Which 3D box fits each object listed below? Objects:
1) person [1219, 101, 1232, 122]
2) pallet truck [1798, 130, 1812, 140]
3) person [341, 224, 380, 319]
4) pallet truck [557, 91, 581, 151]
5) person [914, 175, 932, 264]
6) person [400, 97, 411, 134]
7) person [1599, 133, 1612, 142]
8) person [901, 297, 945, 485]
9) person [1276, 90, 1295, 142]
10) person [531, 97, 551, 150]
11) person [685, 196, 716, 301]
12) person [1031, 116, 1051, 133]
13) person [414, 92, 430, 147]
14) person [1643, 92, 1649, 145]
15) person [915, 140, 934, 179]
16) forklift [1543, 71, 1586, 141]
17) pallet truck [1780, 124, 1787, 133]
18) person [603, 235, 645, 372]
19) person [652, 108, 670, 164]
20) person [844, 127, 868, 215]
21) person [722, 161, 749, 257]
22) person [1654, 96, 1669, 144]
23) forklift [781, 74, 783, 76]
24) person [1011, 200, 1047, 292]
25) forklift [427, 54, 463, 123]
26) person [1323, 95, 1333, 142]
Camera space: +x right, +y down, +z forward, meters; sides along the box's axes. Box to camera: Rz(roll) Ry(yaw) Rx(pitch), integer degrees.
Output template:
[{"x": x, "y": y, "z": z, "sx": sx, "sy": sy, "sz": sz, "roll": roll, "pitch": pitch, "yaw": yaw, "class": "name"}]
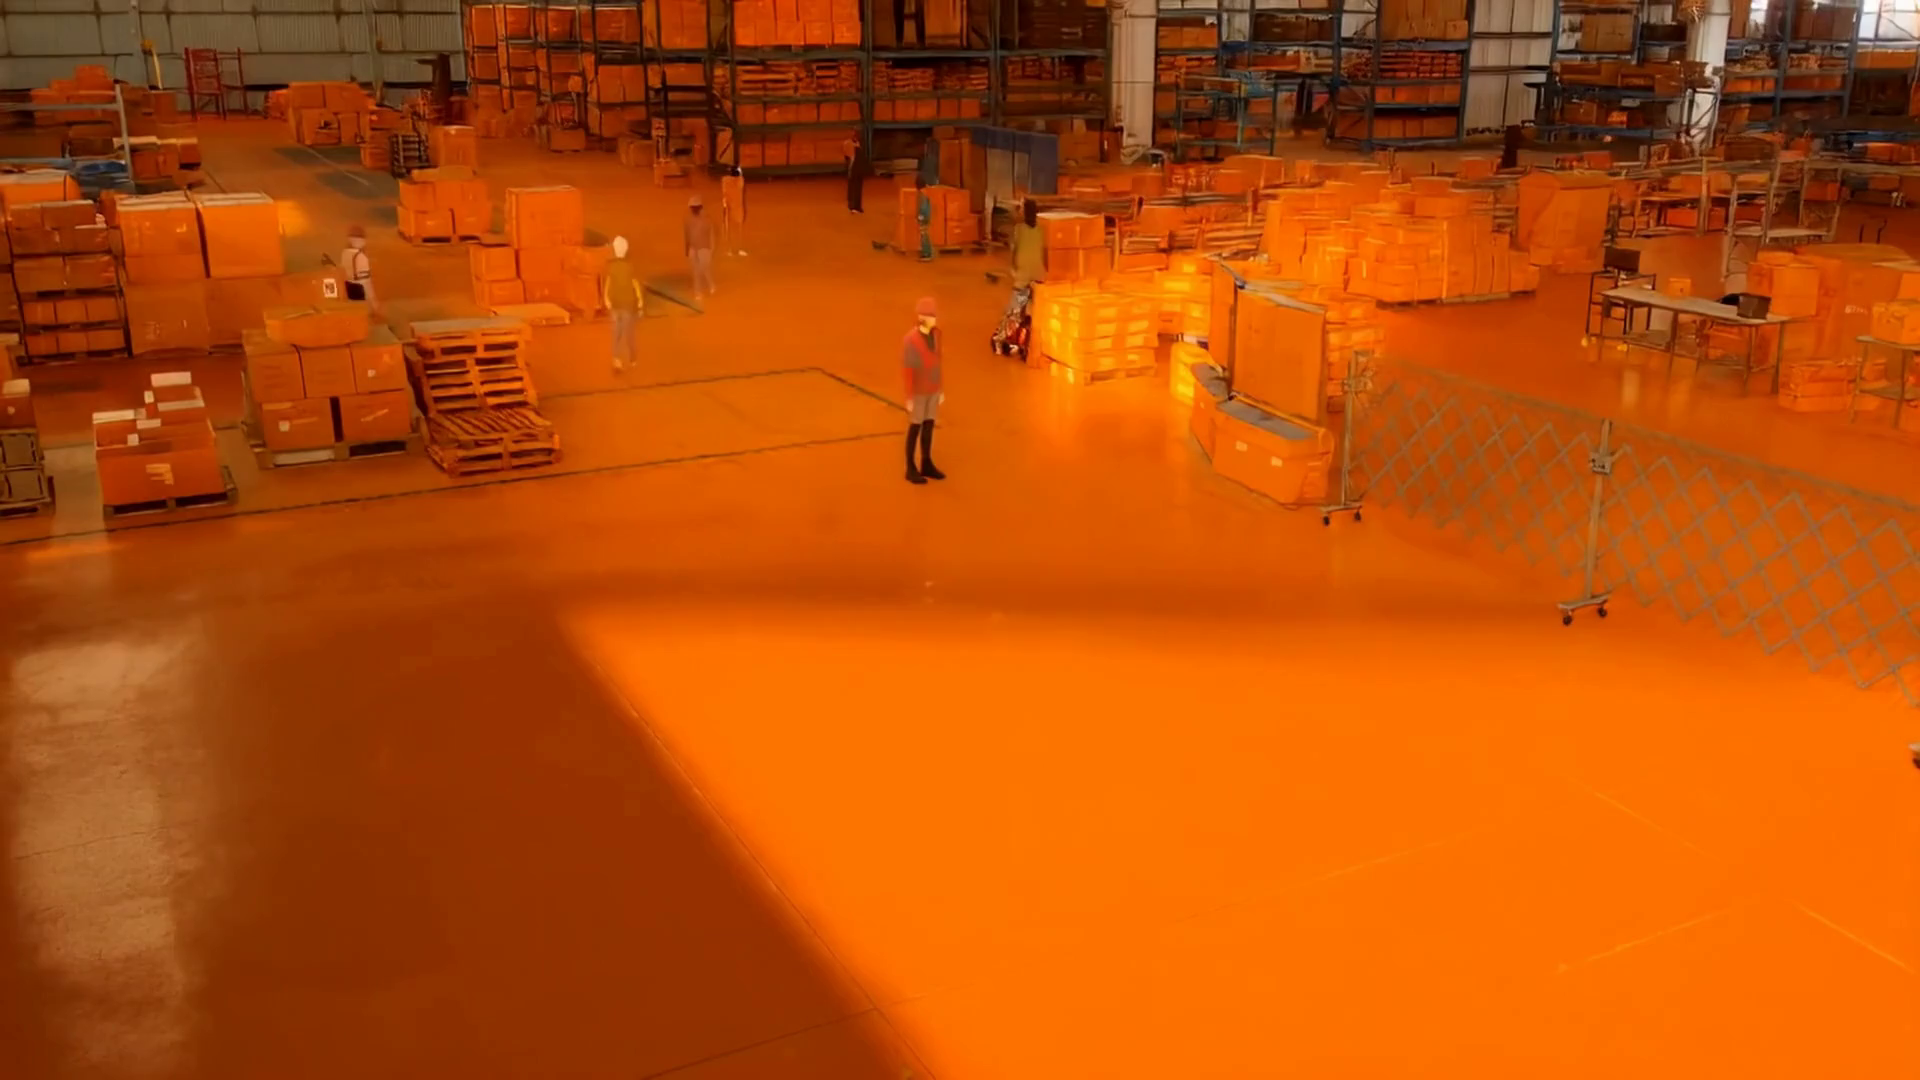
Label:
[{"x": 9.562, "y": -15.283, "z": 60.532, "sx": 0.524, "sy": 1.589, "sz": 0.816, "roll": -10, "pitch": 20, "yaw": -29, "class": "person"}, {"x": 25.526, "y": -11.556, "z": 49.408, "sx": 1.630, "sy": 1.274, "sz": 0.653, "roll": -9, "pitch": 20, "yaw": -26, "class": "pallet truck"}, {"x": -8.246, "y": -3.380, "z": 22.917, "sx": 0.546, "sy": 1.920, "sz": 0.549, "roll": -15, "pitch": 23, "yaw": -38, "class": "person"}, {"x": -13.495, "y": -14.412, "z": 57.188, "sx": 0.823, "sy": 1.965, "sz": 1.885, "roll": -3, "pitch": 18, "yaw": -9, "class": "pallet truck"}, {"x": -0.718, "y": -6.147, "z": 31.923, "sx": 0.323, "sy": 1.690, "sz": 0.536, "roll": 3, "pitch": 18, "yaw": 9, "class": "person"}, {"x": -19.996, "y": -15.146, "z": 60.070, "sx": 0.315, "sy": 1.629, "sz": 0.509, "roll": -9, "pitch": 20, "yaw": -25, "class": "person"}, {"x": 21.529, "y": -13.705, "z": 55.346, "sx": 0.734, "sy": 1.771, "sz": 0.661, "roll": -2, "pitch": 18, "yaw": -6, "class": "person"}, {"x": -0.346, "y": -1.548, "z": 17.180, "sx": 0.375, "sy": 1.935, "sz": 0.550, "roll": 15, "pitch": 23, "yaw": 38, "class": "person"}, {"x": 11.906, "y": -15.470, "z": 60.686, "sx": 0.643, "sy": 1.881, "sz": 0.850, "roll": 14, "pitch": 22, "yaw": 36, "class": "person"}, {"x": -14.483, "y": -14.398, "z": 57.484, "sx": 0.657, "sy": 1.790, "sz": 0.965, "roll": 1, "pitch": 18, "yaw": 3, "class": "person"}, {"x": -4.354, "y": -4.913, "z": 27.968, "sx": 0.538, "sy": 1.748, "sz": 0.491, "roll": 4, "pitch": 18, "yaw": 11, "class": "person"}, {"x": 2.143, "y": -10.218, "z": 44.117, "sx": 0.611, "sy": 1.995, "sz": 0.377, "roll": -6, "pitch": 19, "yaw": -19, "class": "person"}, {"x": -18.919, "y": -14.765, "z": 58.438, "sx": 0.589, "sy": 1.909, "sz": 0.386, "roll": 12, "pitch": 22, "yaw": 34, "class": "person"}, {"x": 23.918, "y": -14.683, "z": 58.165, "sx": 0.683, "sy": 1.912, "sz": 0.546, "roll": -9, "pitch": 20, "yaw": -26, "class": "person"}, {"x": -0.847, "y": -9.117, "z": 41.291, "sx": 0.686, "sy": 1.609, "sz": 0.504, "roll": -11, "pitch": 21, "yaw": -31, "class": "person"}, {"x": 18.685, "y": -13.231, "z": 52.085, "sx": 1.873, "sy": 2.768, "sz": 1.129, "roll": -9, "pitch": 20, "yaw": -26, "class": "forklift"}, {"x": 25.206, "y": -12.542, "z": 52.601, "sx": 1.601, "sy": 1.201, "sz": 0.680, "roll": 0, "pitch": 18, "yaw": -2, "class": "pallet truck"}, {"x": -4.528, "y": -3.152, "z": 22.354, "sx": 0.549, "sy": 1.840, "sz": 0.734, "roll": -1, "pitch": 18, "yaw": -4, "class": "person"}, {"x": -8.920, "y": -11.927, "z": 49.622, "sx": 0.337, "sy": 1.882, "sz": 0.584, "roll": 14, "pitch": 22, "yaw": 37, "class": "person"}, {"x": -2.437, "y": -8.769, "z": 39.525, "sx": 0.536, "sy": 2.000, "sz": 0.682, "roll": 9, "pitch": 20, "yaw": 25, "class": "person"}, {"x": -4.437, "y": -6.545, "z": 32.885, "sx": 0.526, "sy": 1.860, "sz": 0.315, "roll": -8, "pitch": 20, "yaw": -24, "class": "person"}, {"x": 25.348, "y": -15.150, "z": 60.022, "sx": 0.788, "sy": 1.672, "sz": 0.538, "roll": -11, "pitch": 21, "yaw": -30, "class": "person"}, {"x": -5.246, "y": -12.624, "z": 50.191, "sx": 1.873, "sy": 2.768, "sz": 1.129, "roll": -9, "pitch": 20, "yaw": -26, "class": "forklift"}, {"x": 1.047, "y": -4.284, "z": 25.707, "sx": 0.611, "sy": 1.943, "sz": 0.805, "roll": -7, "pitch": 19, "yaw": -21, "class": "person"}, {"x": -21.812, "y": -19.177, "z": 70.619, "sx": 1.873, "sy": 2.768, "sz": 1.129, "roll": -9, "pitch": 20, "yaw": -26, "class": "forklift"}, {"x": 13.574, "y": -15.461, "z": 60.970, "sx": 0.481, "sy": 1.680, "sz": 0.550, "roll": -9, "pitch": 20, "yaw": -26, "class": "person"}]
